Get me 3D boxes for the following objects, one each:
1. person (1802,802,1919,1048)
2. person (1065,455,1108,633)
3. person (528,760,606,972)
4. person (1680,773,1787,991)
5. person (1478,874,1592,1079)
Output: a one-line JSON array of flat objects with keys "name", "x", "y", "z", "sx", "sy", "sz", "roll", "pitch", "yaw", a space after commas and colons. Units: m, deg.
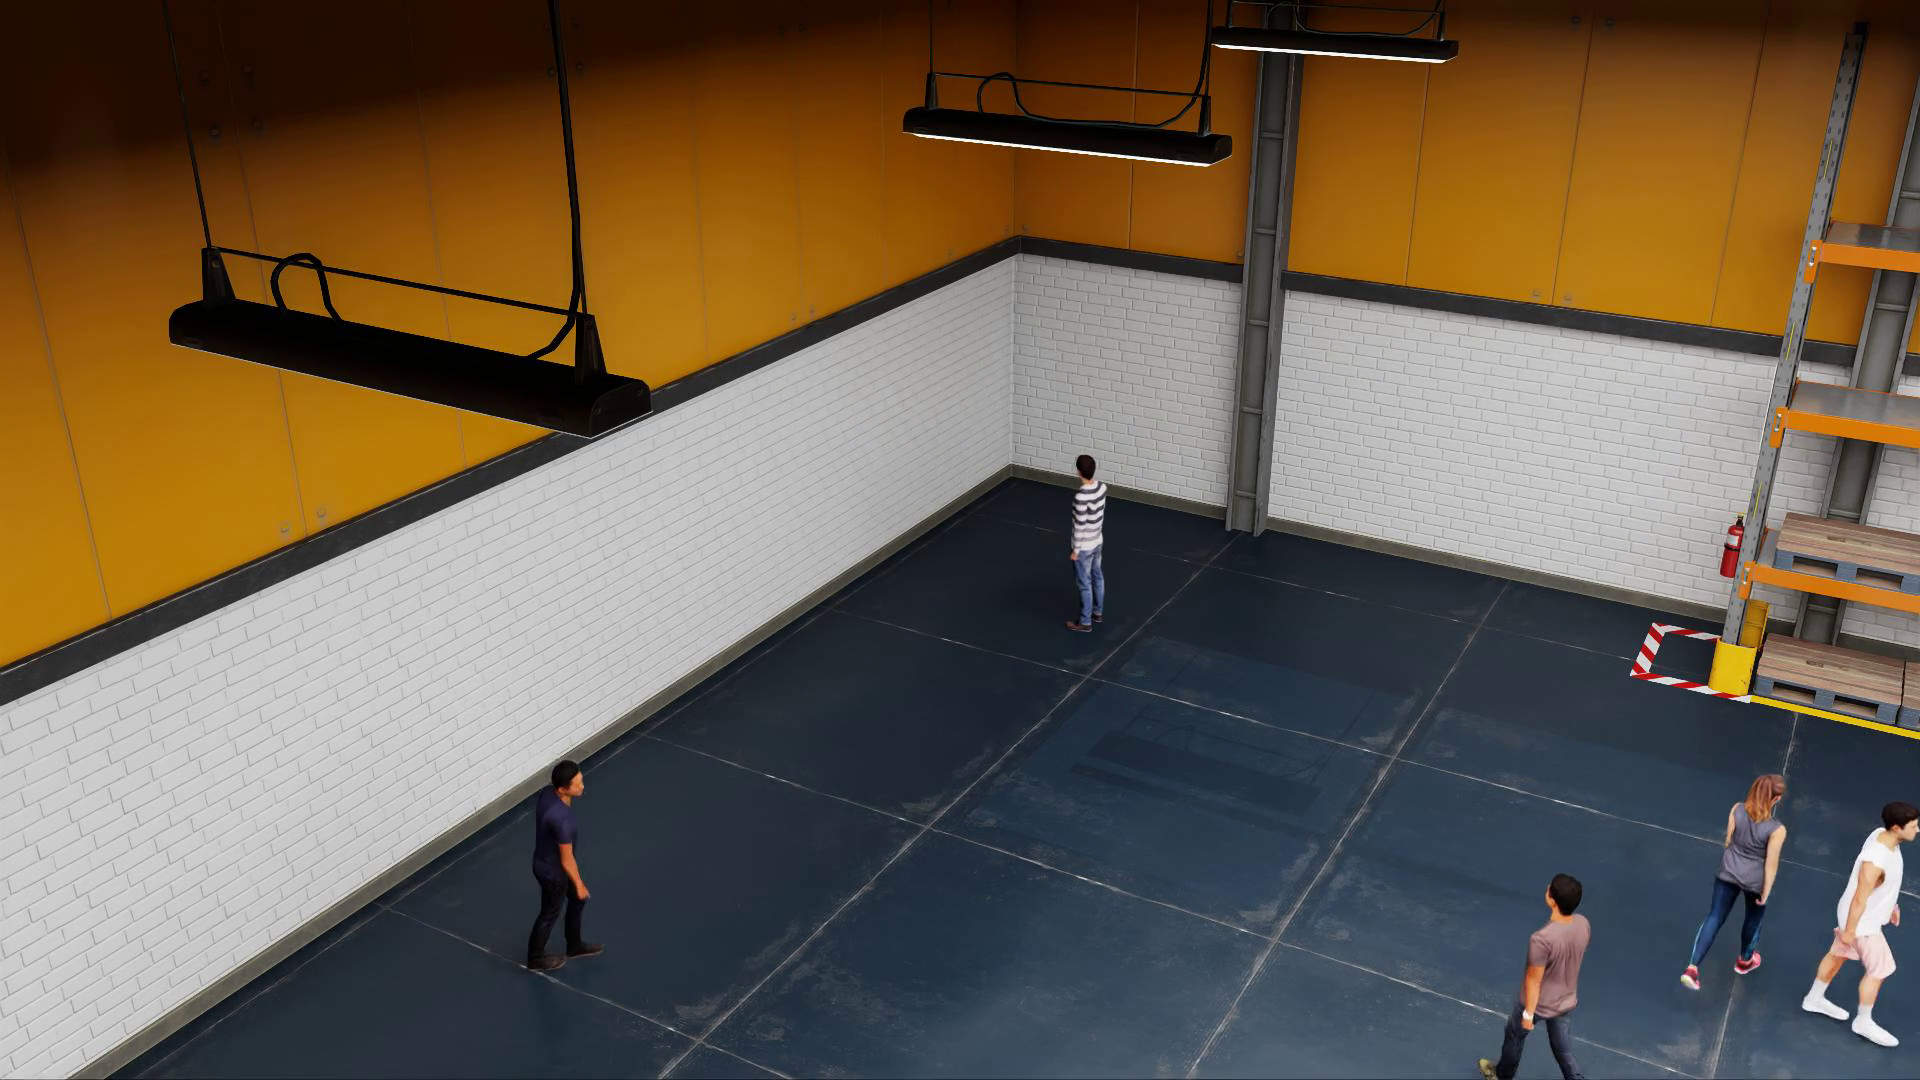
[{"name": "person", "x": 5.971, "y": 2.490, "z": 11.156, "sx": 0.821, "sy": 1.764, "sz": 0.647, "roll": 13, "pitch": 27, "yaw": 28}, {"name": "person", "x": 1.292, "y": 0.022, "z": 16.695, "sx": 0.560, "sy": 1.849, "sz": 0.668, "roll": 16, "pitch": 28, "yaw": 33}, {"name": "person", "x": -2.898, "y": 2.298, "z": 11.631, "sx": 0.952, "sy": 1.736, "sz": 0.892, "roll": -10, "pitch": 25, "yaw": -21}, {"name": "person", "x": 5.353, "y": 2.385, "z": 11.484, "sx": 0.876, "sy": 1.694, "sz": 1.115, "roll": -19, "pitch": 30, "yaw": -37}, {"name": "person", "x": 3.706, "y": 2.895, "z": 10.257, "sx": 1.050, "sy": 1.742, "sz": 1.221, "roll": -11, "pitch": 26, "yaw": -23}]
